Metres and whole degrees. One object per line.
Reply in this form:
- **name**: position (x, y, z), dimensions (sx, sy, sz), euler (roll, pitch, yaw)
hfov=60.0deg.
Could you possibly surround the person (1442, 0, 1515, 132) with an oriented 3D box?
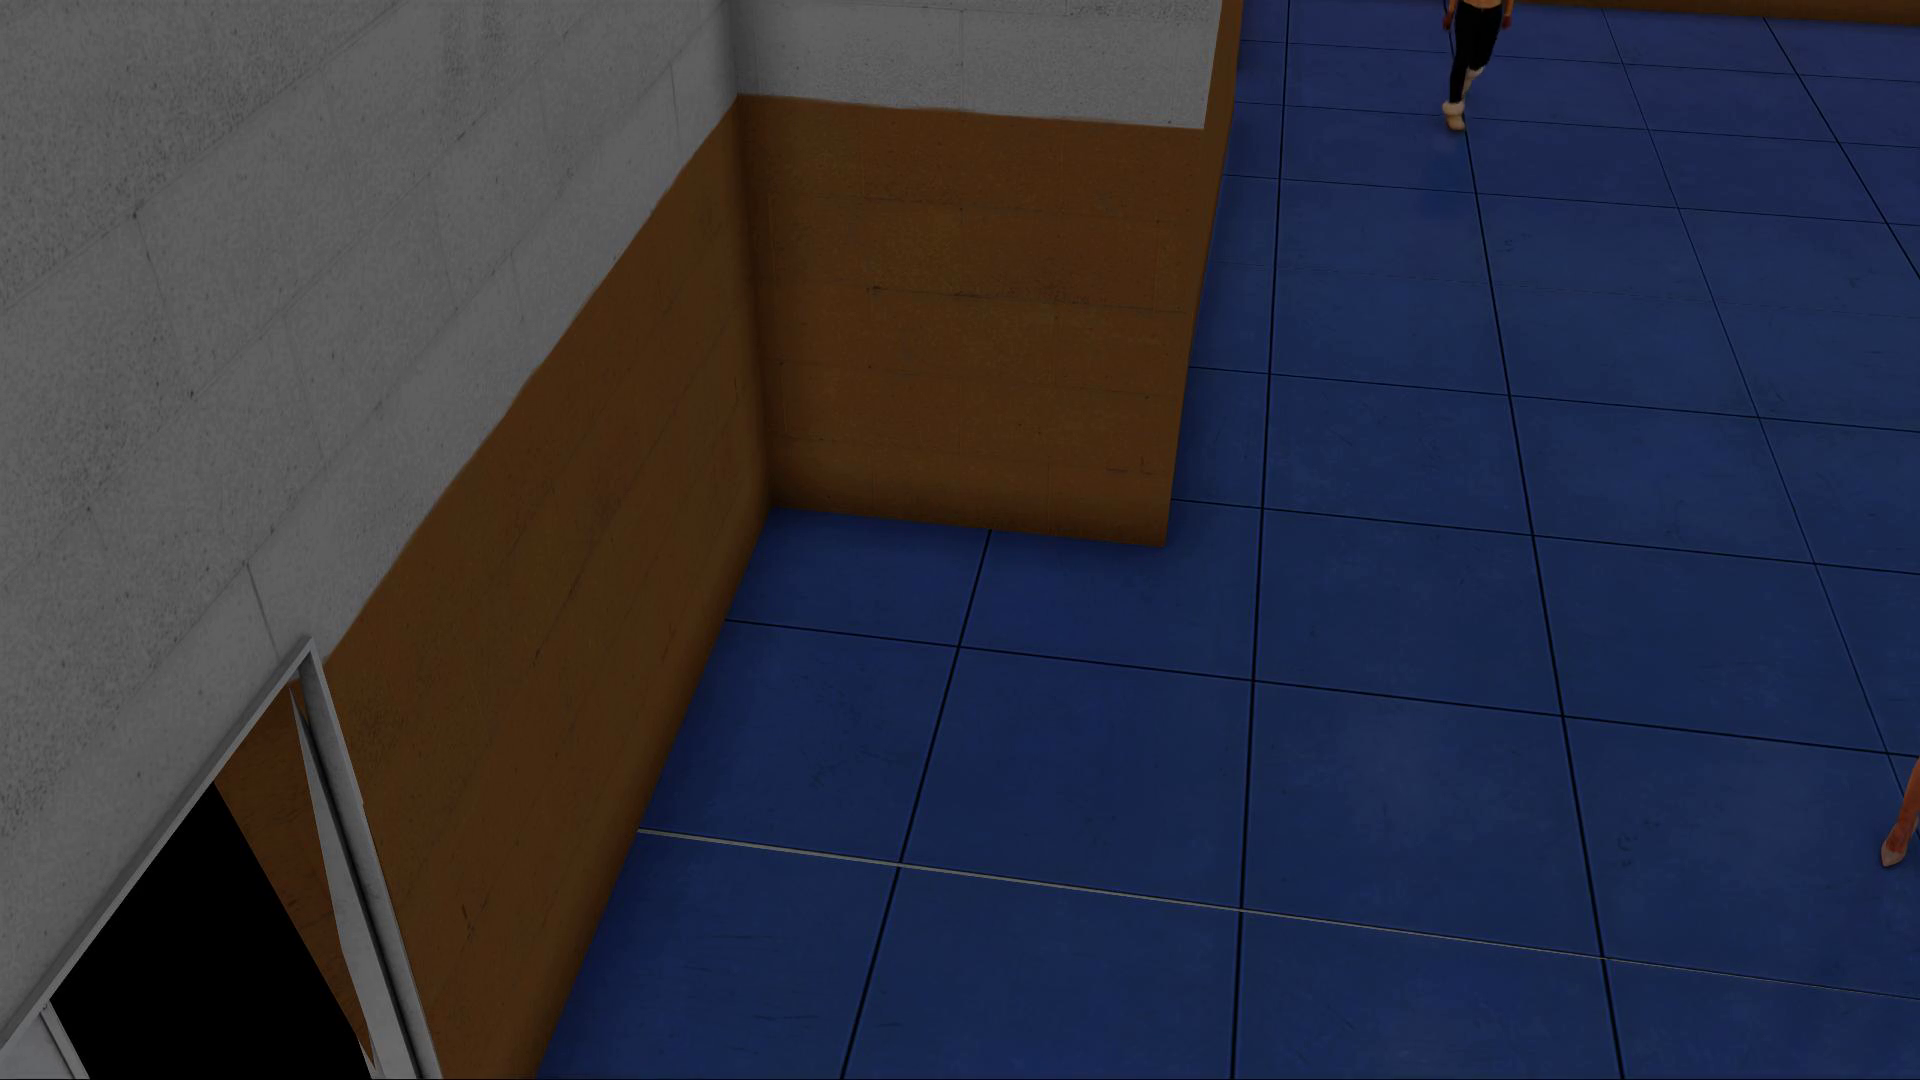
- **person**: position (3.733, -3.833, 11.995), dimensions (0.918, 1.636, 0.750), euler (5, 37, 6)
